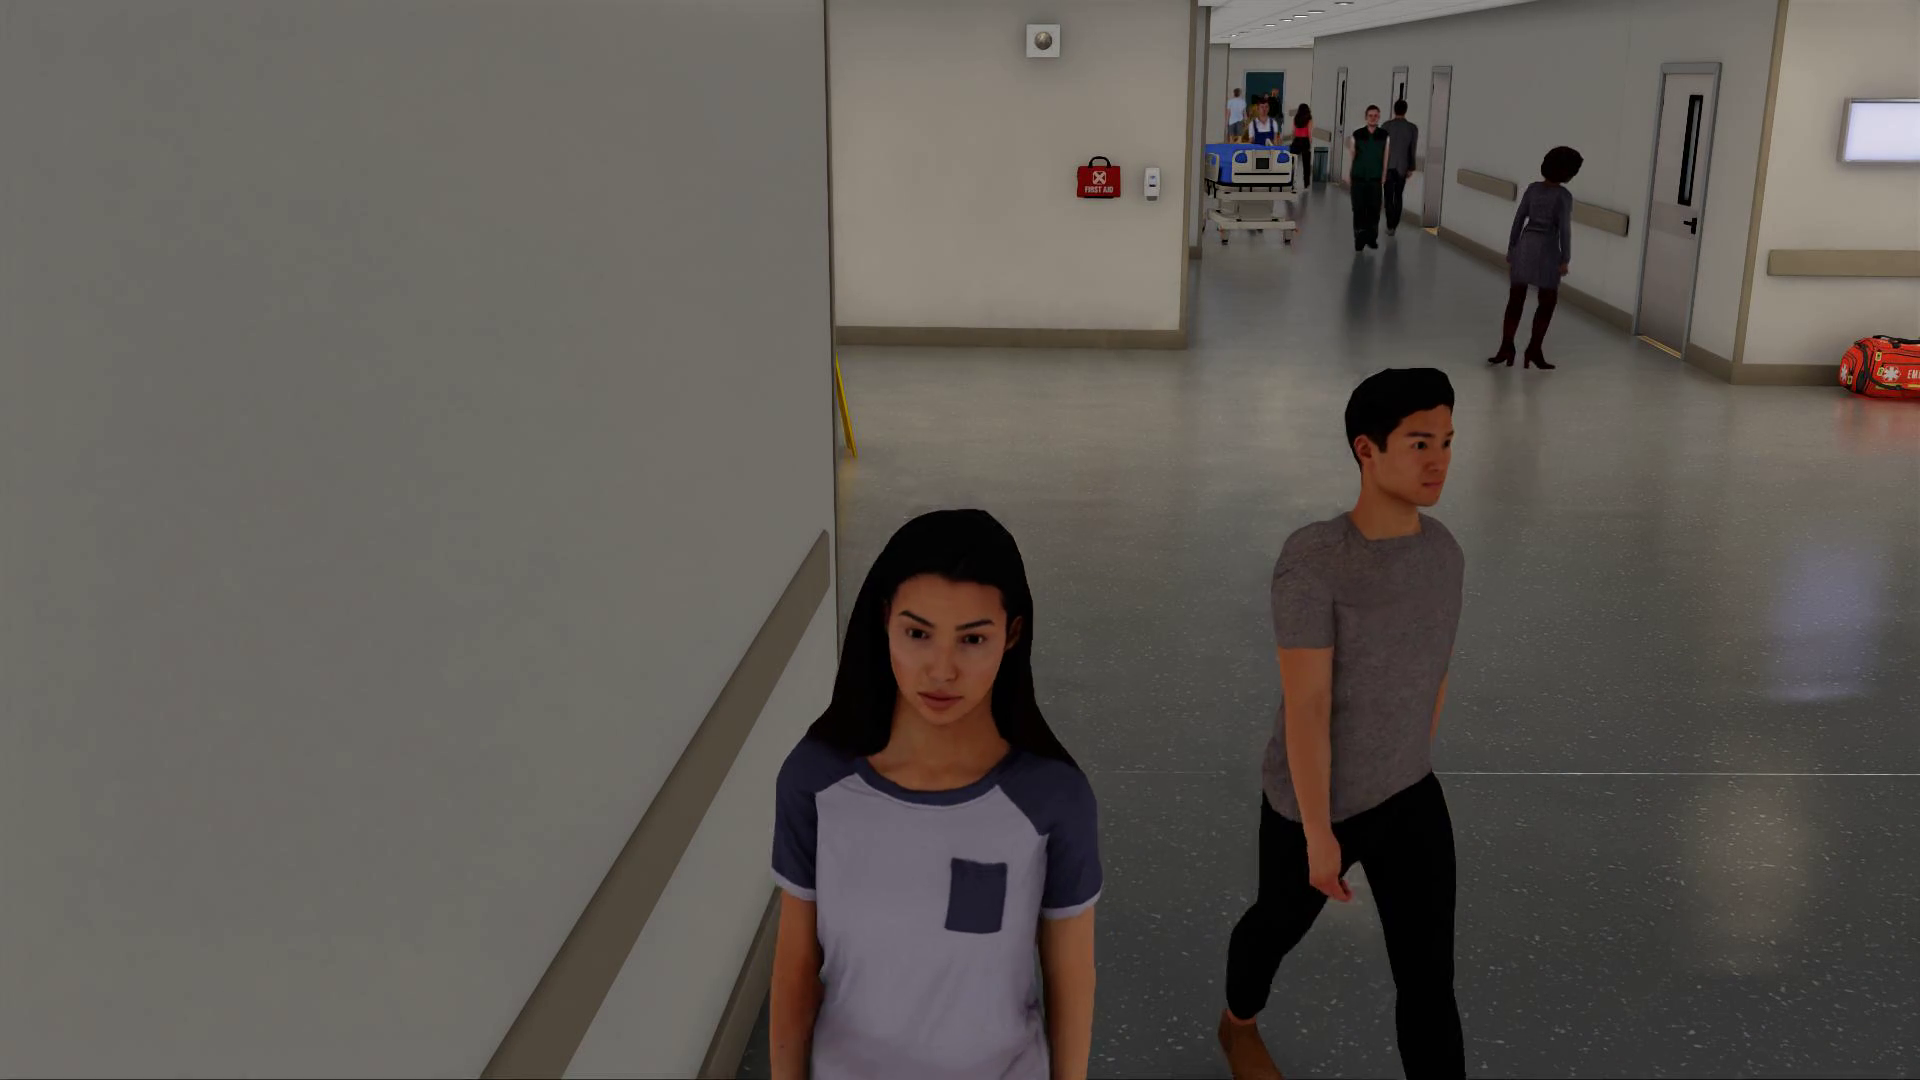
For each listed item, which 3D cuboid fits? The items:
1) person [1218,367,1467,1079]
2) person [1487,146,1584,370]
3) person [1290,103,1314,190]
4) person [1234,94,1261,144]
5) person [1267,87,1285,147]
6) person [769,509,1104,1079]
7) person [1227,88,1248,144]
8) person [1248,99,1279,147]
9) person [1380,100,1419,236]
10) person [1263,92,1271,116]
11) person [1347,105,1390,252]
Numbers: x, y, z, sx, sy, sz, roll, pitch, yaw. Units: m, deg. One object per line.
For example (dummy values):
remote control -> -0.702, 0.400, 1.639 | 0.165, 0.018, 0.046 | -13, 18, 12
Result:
person -> 0.750, 0.496, 3.413 | 1.157, 1.673, 1.004 | -6, 17, -20
person -> 4.396, -2.178, 12.861 | 0.749, 1.693, 0.831 | 10, 19, 32
person -> 6.572, -7.589, 32.188 | 1.127, 1.619, 0.951 | 9, 18, 29
person -> 8.085, -11.238, 45.177 | 1.487, 1.595, 1.114 | 7, 17, 25
person -> 8.546, -11.496, 45.740 | 1.209, 1.785, 1.088 | 10, 19, 32
person -> -0.040, 0.784, 2.323 | 0.916, 1.710, 0.699 | 2, 16, 9
person -> 7.228, -10.901, 43.570 | 0.891, 1.818, 0.866 | 5, 17, 19
person -> 4.665, -5.870, 25.729 | 1.241, 1.815, 0.892 | -2, 16, -9
person -> 5.990, -5.074, 22.899 | 1.151, 1.819, 0.798 | 0, 16, 1
person -> 8.974, -12.392, 49.204 | 0.954, 1.630, 0.694 | 2, 16, 9
person -> 5.189, -4.625, 21.273 | 0.597, 1.834, 0.733 | 3, 16, 9
